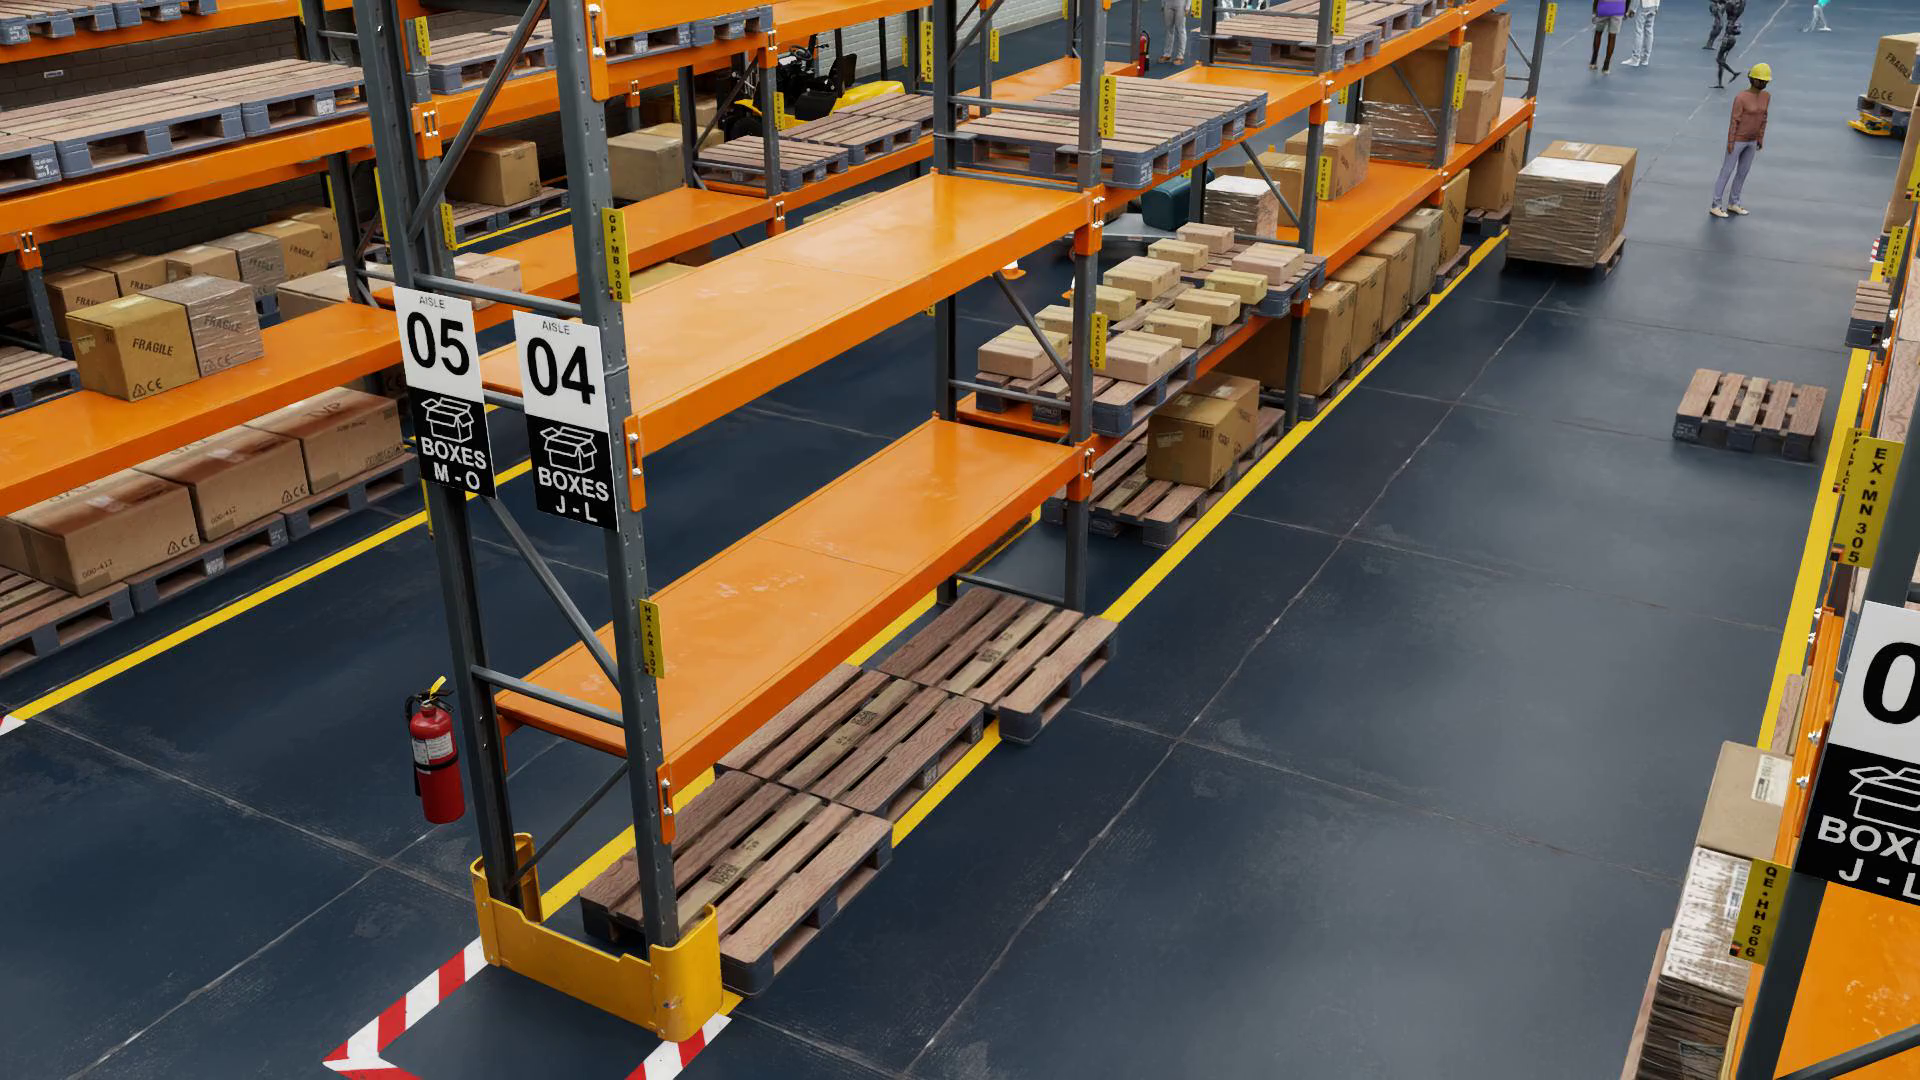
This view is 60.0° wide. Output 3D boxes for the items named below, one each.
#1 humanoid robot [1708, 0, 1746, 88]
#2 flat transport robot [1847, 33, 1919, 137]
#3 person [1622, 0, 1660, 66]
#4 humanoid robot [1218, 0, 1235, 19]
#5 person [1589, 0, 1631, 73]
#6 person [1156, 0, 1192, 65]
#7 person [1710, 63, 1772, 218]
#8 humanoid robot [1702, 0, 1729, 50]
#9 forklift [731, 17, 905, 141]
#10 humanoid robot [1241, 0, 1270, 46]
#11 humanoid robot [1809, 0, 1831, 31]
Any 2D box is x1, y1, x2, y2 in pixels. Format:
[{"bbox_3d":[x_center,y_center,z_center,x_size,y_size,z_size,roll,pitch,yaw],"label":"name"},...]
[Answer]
[{"bbox_3d":[12.260,-8.006,26.358,0.466,1.649,0.589,9,27,18],"label":"humanoid robot"},{"bbox_3d":[13.474,-5.891,23.583,1.431,0.231,0.659,0,26,0],"label":"flat transport robot"},{"bbox_3d":[11.639,-9.041,28.228,0.588,1.919,0.396,-12,28,-23],"label":"person"},{"bbox_3d":[5.290,-10.850,32.210,0.531,1.799,0.694,-22,34,-38],"label":"humanoid robot"},{"bbox_3d":[10.858,-8.833,27.779,0.626,1.936,0.831,7,27,14],"label":"person"},{"bbox_3d":[3.678,-9.092,28.314,0.378,1.937,0.628,-23,34,-39],"label":"person"},{"bbox_3d":[9.081,-4.615,19.217,0.519,1.758,0.340,-11,28,-22],"label":"person"},{"bbox_3d":[13.551,-9.577,29.623,0.583,1.647,0.376,-21,33,-37],"label":"humanoid robot"},{"bbox_3d":[-1.819,-5.975,21.543,2.313,2.155,1.214,14,29,26],"label":"forklift"},{"bbox_3d":[5.021,-9.132,28.584,0.531,1.753,0.707,14,29,26],"label":"humanoid robot"},{"bbox_3d":[16.440,-10.440,31.473,0.756,1.898,0.541,2,26,5],"label":"humanoid robot"}]
